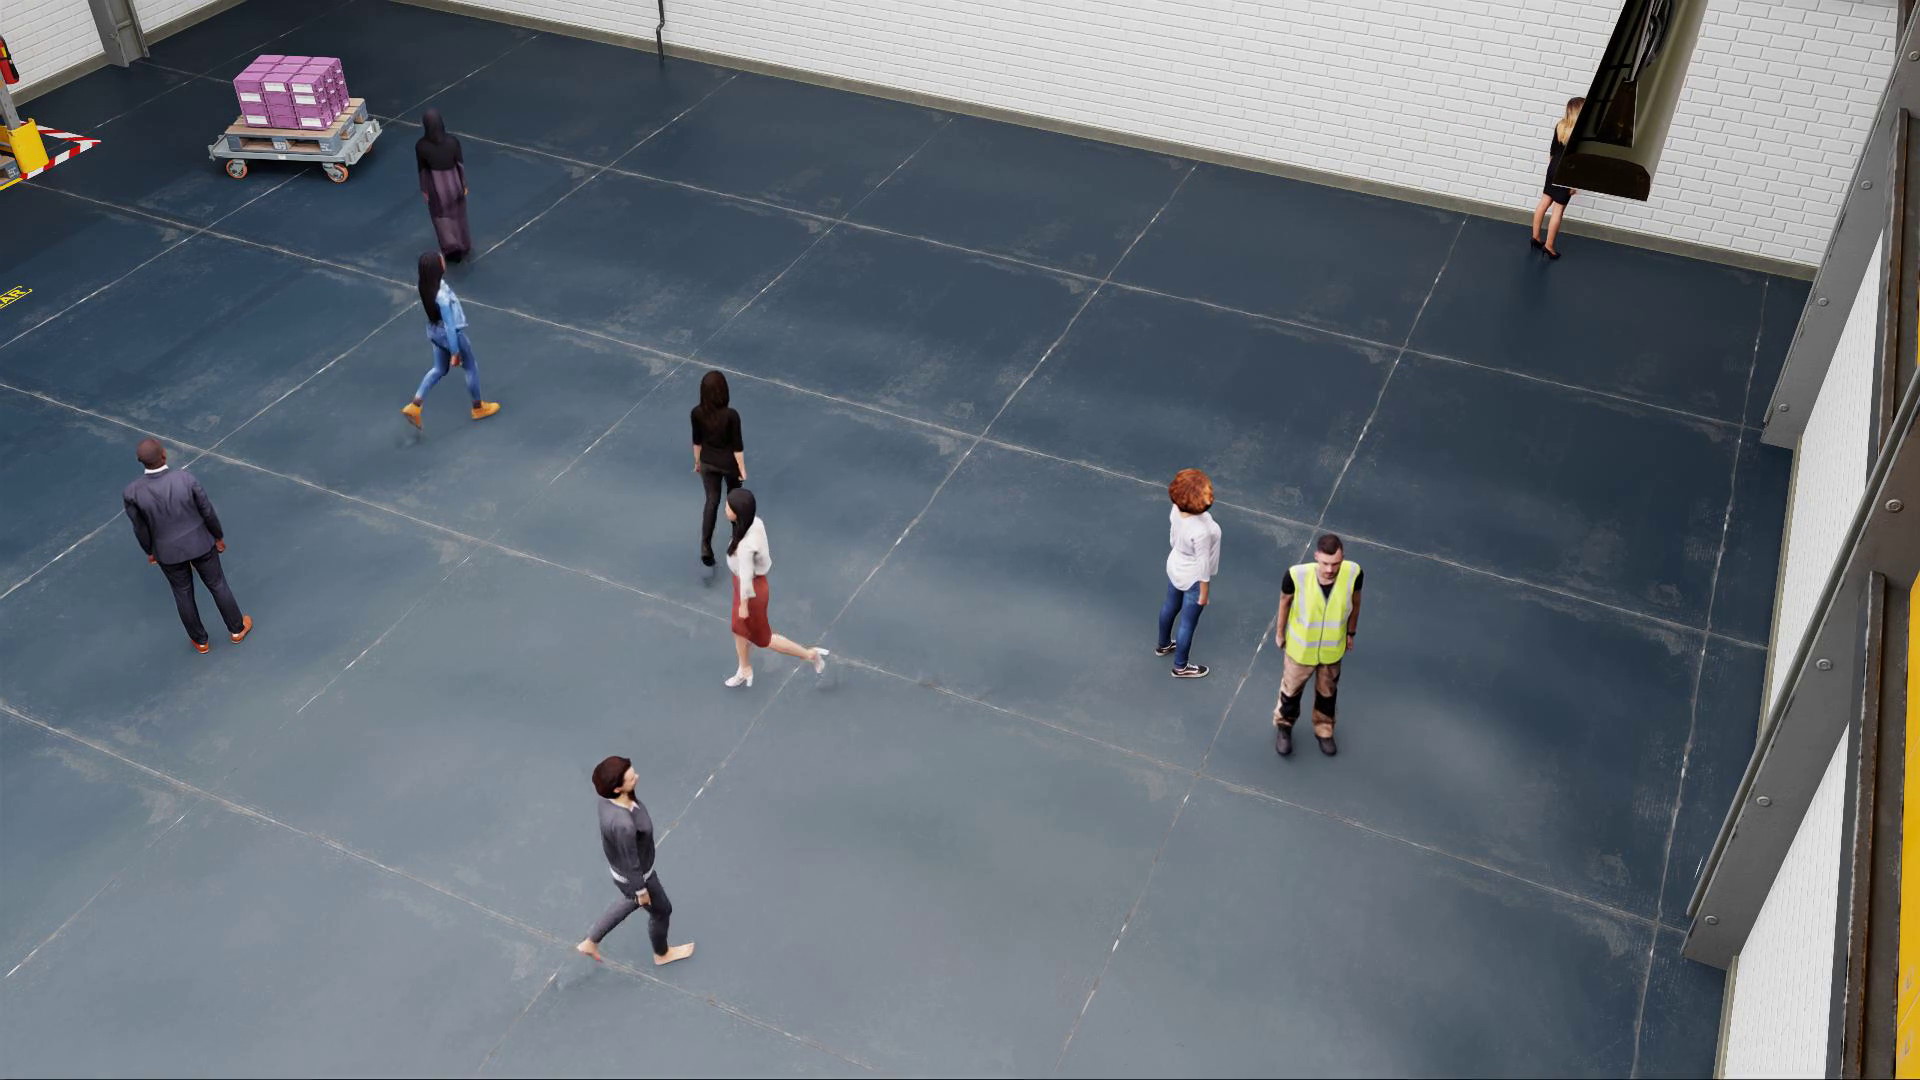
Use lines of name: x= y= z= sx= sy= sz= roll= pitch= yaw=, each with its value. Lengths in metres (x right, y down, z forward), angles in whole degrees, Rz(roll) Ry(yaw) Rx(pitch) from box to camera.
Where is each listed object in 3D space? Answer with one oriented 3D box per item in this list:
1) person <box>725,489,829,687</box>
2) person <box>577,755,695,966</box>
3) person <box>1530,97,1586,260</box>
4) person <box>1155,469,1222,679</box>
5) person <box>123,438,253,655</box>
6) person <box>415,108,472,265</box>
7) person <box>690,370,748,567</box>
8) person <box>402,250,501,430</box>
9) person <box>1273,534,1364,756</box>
person: x=-1.356 y=0.394 z=11.479 sx=0.953 sy=1.731 sz=1.015 roll=-2 pitch=39 yaw=-2
person: x=-1.954 y=1.901 z=9.576 sx=1.013 sy=1.751 sz=0.924 roll=-16 pitch=41 yaw=-19
person: x=5.968 y=-3.607 z=16.532 sx=0.662 sy=1.677 sz=0.600 roll=-12 pitch=40 yaw=-15
person: x=1.593 y=0.221 z=11.710 sx=0.808 sy=1.713 sz=0.750 roll=-13 pitch=40 yaw=-16
person: x=-5.524 y=0.039 z=11.849 sx=0.774 sy=1.824 sz=0.843 roll=-14 pitch=41 yaw=-17
person: x=-5.083 y=-3.466 z=16.415 sx=0.926 sy=1.603 sz=0.985 roll=-13 pitch=40 yaw=-15
person: x=-1.858 y=-0.533 z=12.727 sx=0.747 sy=1.621 sz=1.056 roll=6 pitch=39 yaw=8
person: x=-4.425 y=-1.657 z=14.080 sx=1.158 sy=1.690 sz=0.898 roll=-28 pitch=47 yaw=-31
person: x=2.370 y=0.668 z=11.046 sx=0.831 sy=1.842 sz=0.865 roll=-1 pitch=39 yaw=-1
